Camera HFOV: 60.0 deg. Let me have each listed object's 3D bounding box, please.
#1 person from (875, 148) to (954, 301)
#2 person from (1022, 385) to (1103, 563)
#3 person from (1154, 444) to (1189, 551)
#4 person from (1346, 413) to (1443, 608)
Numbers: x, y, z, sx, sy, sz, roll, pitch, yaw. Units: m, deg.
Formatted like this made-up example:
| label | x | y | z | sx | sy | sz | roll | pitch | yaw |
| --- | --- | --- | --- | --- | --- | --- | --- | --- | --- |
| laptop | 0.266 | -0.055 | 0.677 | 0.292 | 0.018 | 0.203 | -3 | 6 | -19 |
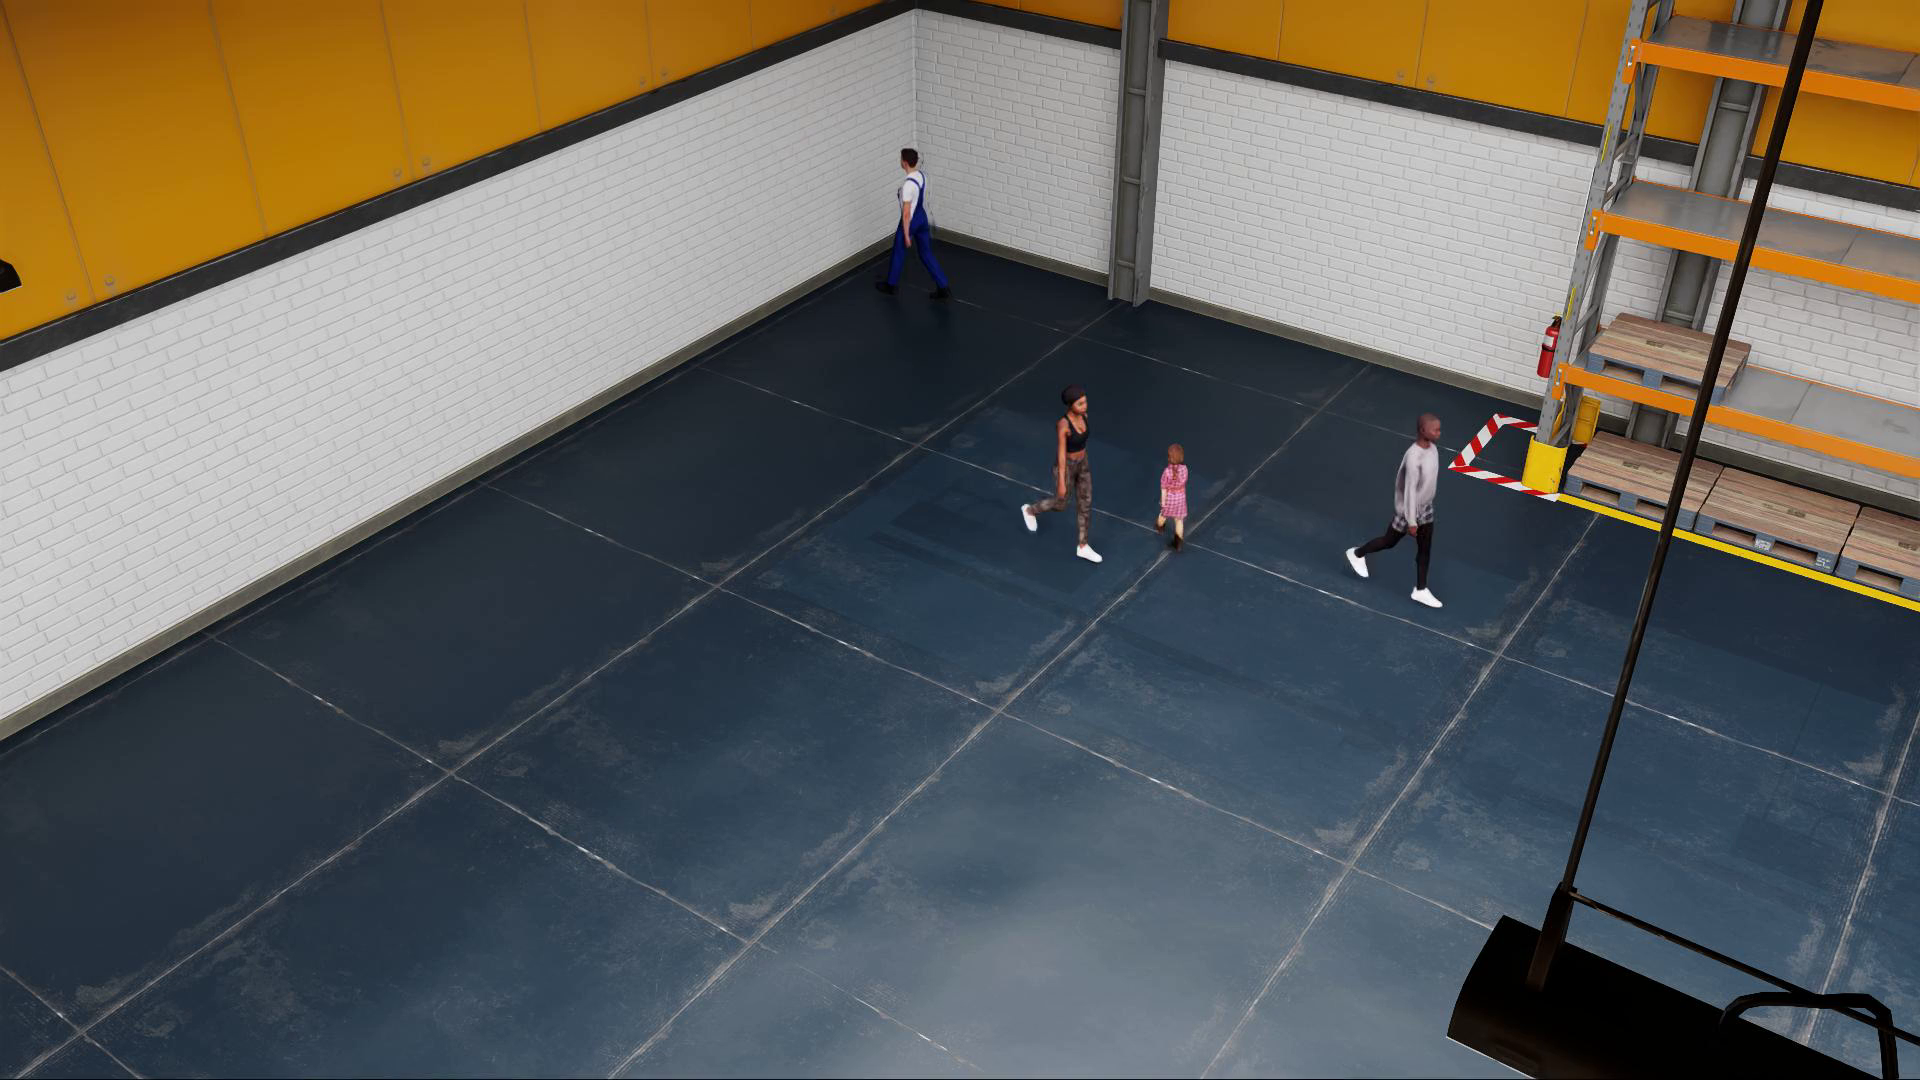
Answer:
| label | x | y | z | sx | sy | sz | roll | pitch | yaw |
| --- | --- | --- | --- | --- | --- | --- | --- | --- | --- |
| person | -0.456 | -3.563 | 19.001 | 1.224 | 1.811 | 0.652 | 19 | 38 | 26 |
| person | 0.915 | -0.623 | 14.705 | 1.116 | 1.672 | 0.646 | 25 | 41 | 32 |
| person | 1.934 | -0.378 | 14.934 | 0.687 | 1.011 | 0.772 | -8 | 35 | -12 |
| person | 3.754 | -0.291 | 14.145 | 0.780 | 1.739 | 1.225 | -28 | 42 | -35 |
